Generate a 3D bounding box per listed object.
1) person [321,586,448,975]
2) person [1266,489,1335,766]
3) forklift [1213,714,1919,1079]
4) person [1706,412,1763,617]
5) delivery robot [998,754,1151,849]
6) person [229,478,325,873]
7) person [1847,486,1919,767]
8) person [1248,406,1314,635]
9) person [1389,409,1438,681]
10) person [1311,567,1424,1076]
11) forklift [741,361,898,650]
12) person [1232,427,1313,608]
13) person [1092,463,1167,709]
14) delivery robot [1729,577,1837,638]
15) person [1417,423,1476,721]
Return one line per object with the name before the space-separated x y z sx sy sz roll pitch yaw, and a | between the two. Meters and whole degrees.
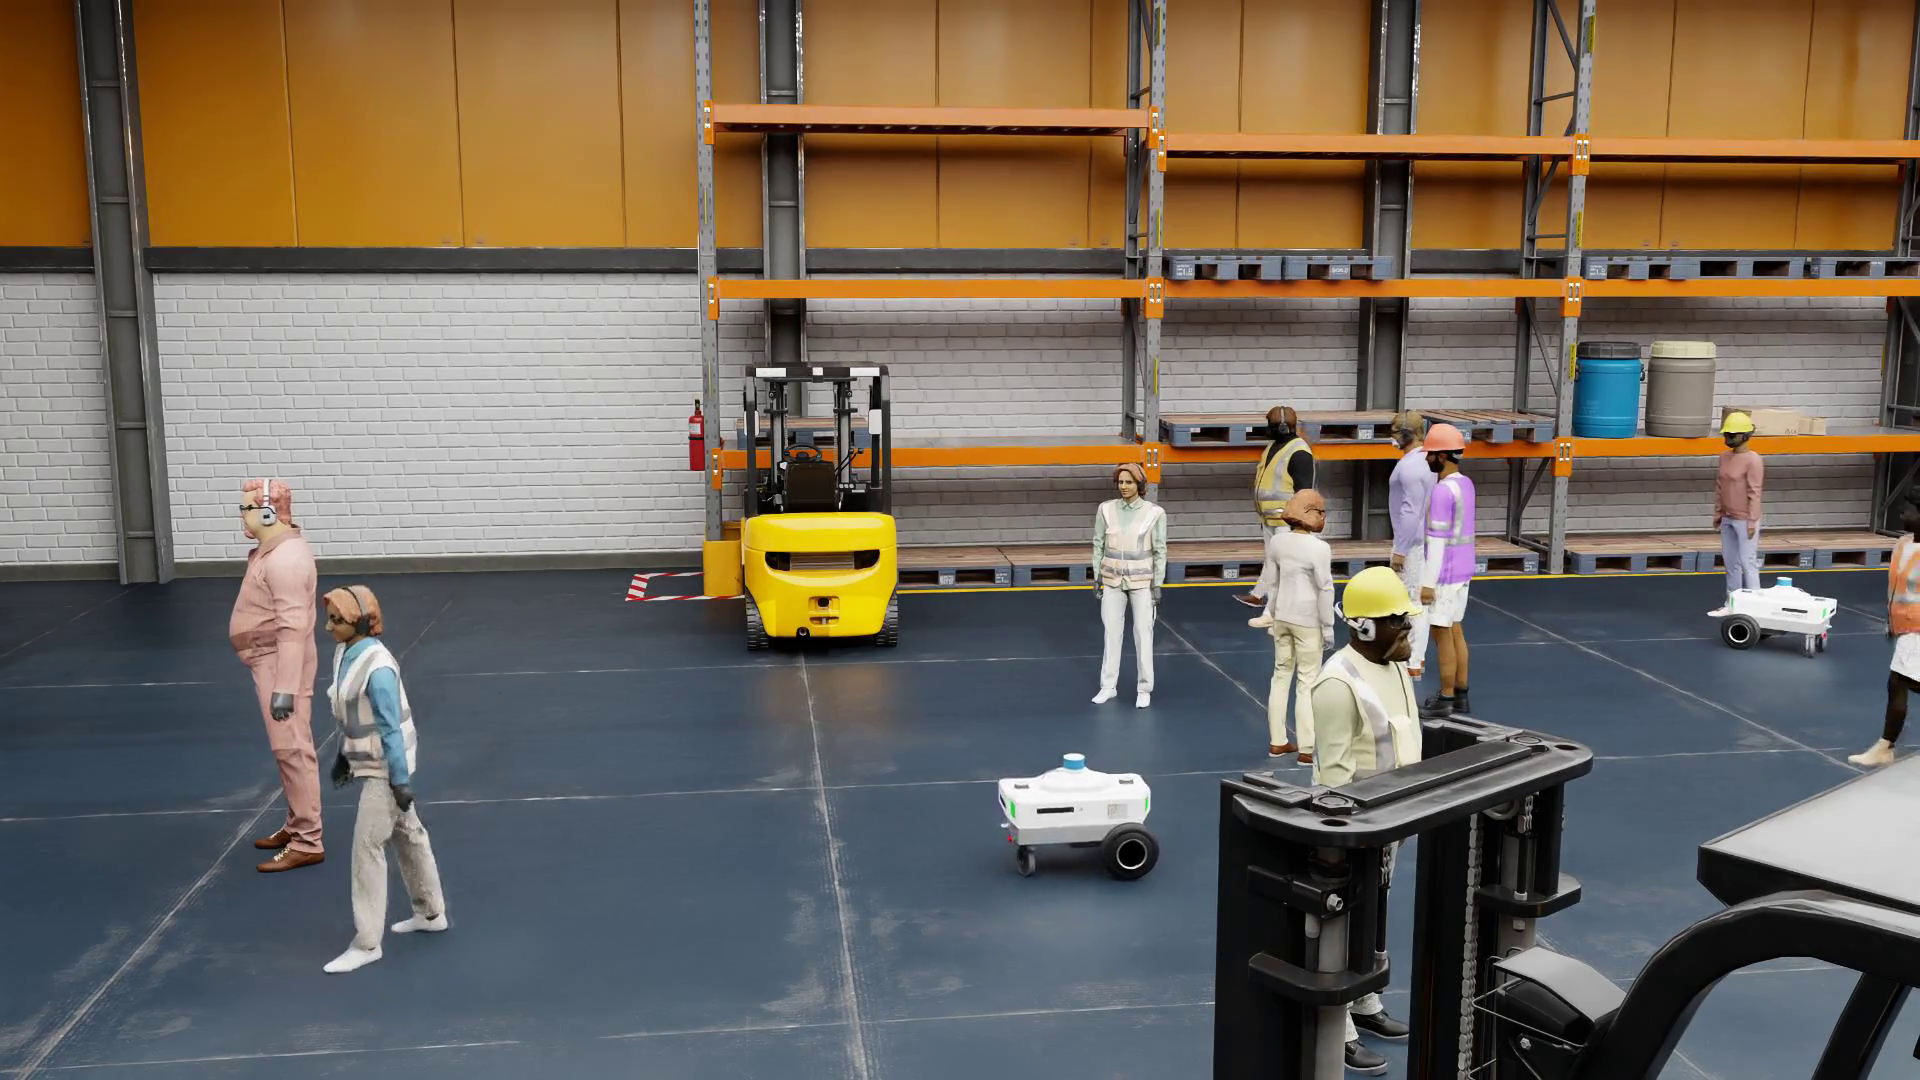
person | -2.453 0.975 7.021 0.581 1.608 0.533 -6 11 -31
person | 2.015 0.507 9.819 0.278 1.633 0.498 -6 11 -33
forklift | 1.441 1.425 2.350 1.214 2.155 2.313 -7 12 -39
person | 6.409 -0.180 13.750 0.378 1.754 0.539 -1 9 -7
delivery robot | 0.548 1.281 8.058 0.707 0.478 0.477 -1 9 -8
person | -3.324 0.647 8.101 0.408 1.906 0.653 -4 10 -23
person | 5.657 0.513 9.692 0.773 1.669 0.538 1 9 4
person | 2.575 -0.158 13.342 0.430 1.840 0.621 -2 9 -14
person | 3.198 0.036 11.834 0.370 1.934 0.627 4 10 25
person | 1.499 1.004 6.092 0.403 1.837 0.591 6 11 34
forklift | -1.154 -0.340 13.365 1.214 2.155 2.313 -1 9 -7
person | 2.782 -0.170 14.175 0.852 1.582 0.512 -3 10 -17
person | 1.123 0.300 11.101 0.510 1.640 0.308 4 10 24
delivery robot | 6.307 0.529 12.753 0.707 0.478 0.477 7 12 38
person | 3.131 0.209 10.791 0.395 1.929 0.542 6 11 32
